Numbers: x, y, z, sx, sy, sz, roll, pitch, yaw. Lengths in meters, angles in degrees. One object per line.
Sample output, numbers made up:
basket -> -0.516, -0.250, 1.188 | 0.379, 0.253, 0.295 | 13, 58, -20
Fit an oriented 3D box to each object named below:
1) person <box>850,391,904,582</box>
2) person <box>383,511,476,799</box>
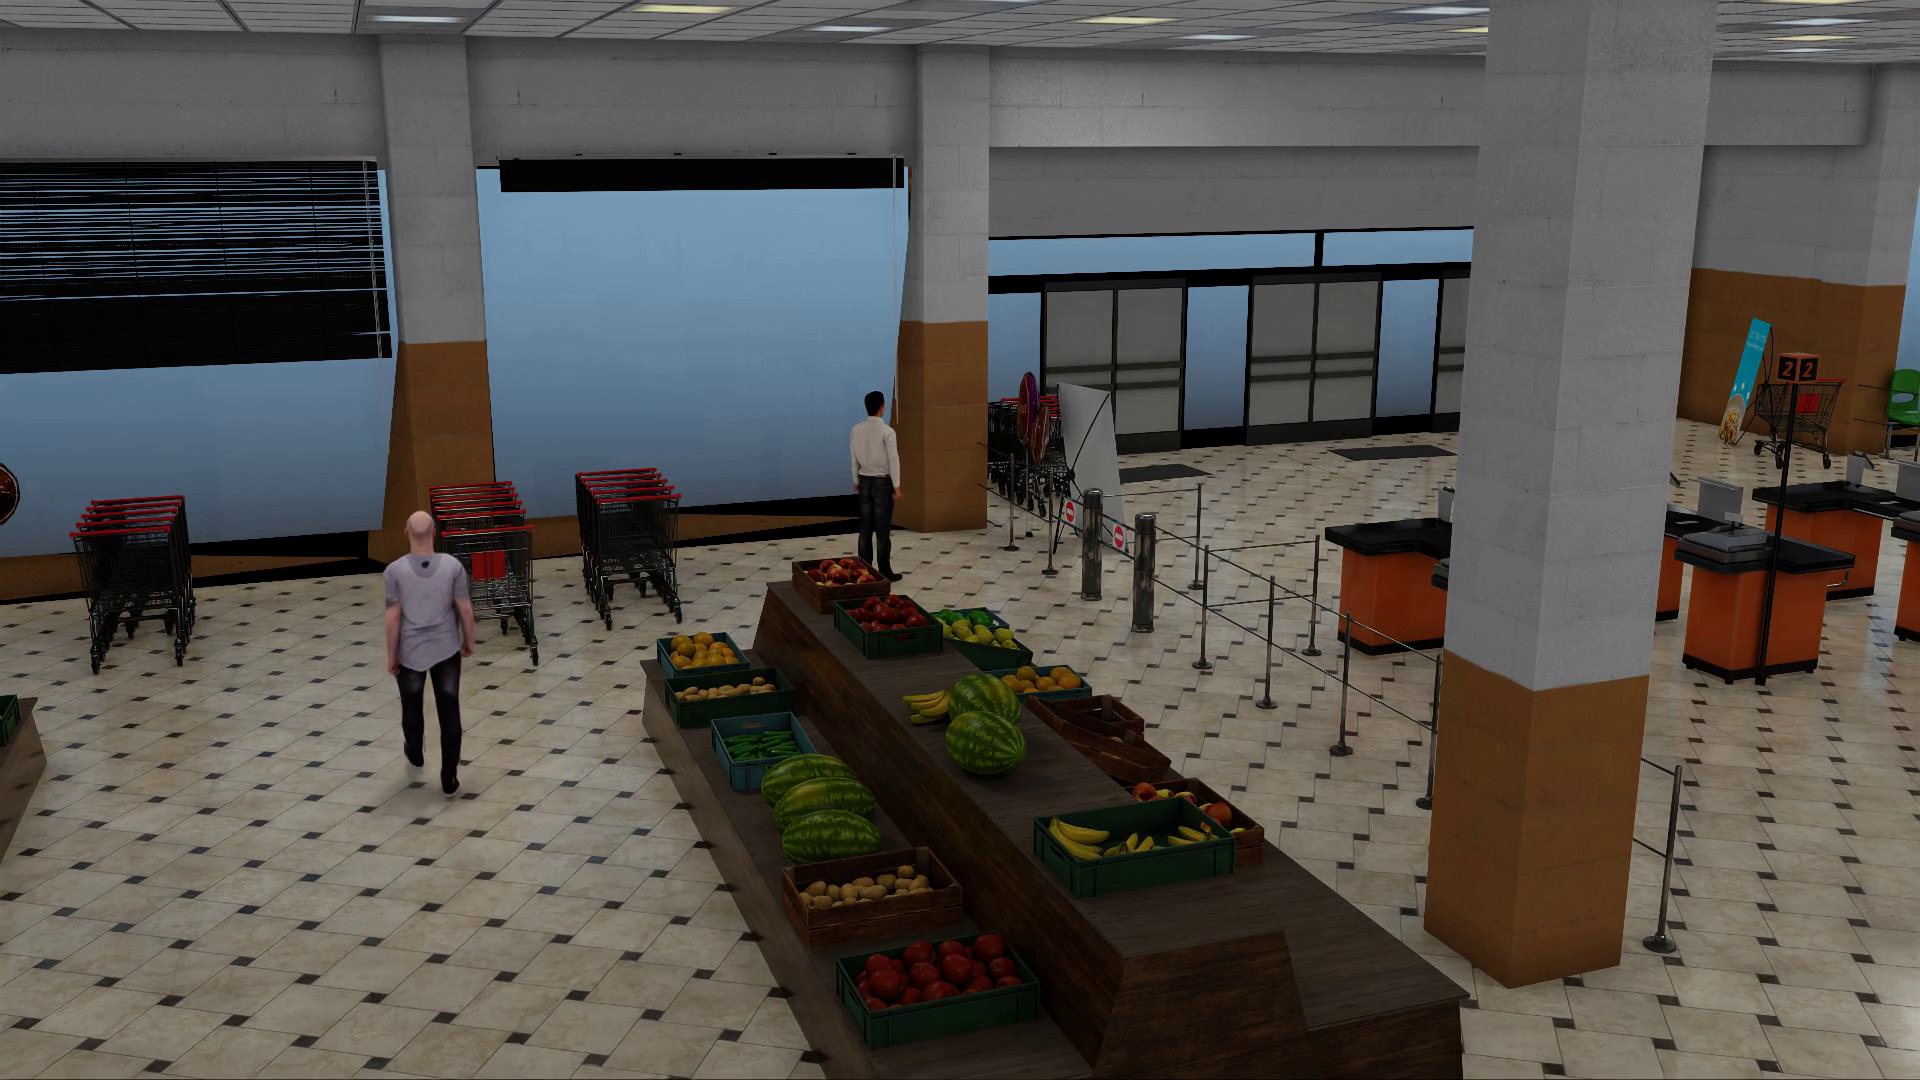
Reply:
person -> -0.794, -0.499, 15.609 | 0.720, 1.812, 0.801 | 8, 16, 29
person -> -3.342, 0.748, 10.484 | 0.707, 1.804, 1.038 | -5, 15, -21
